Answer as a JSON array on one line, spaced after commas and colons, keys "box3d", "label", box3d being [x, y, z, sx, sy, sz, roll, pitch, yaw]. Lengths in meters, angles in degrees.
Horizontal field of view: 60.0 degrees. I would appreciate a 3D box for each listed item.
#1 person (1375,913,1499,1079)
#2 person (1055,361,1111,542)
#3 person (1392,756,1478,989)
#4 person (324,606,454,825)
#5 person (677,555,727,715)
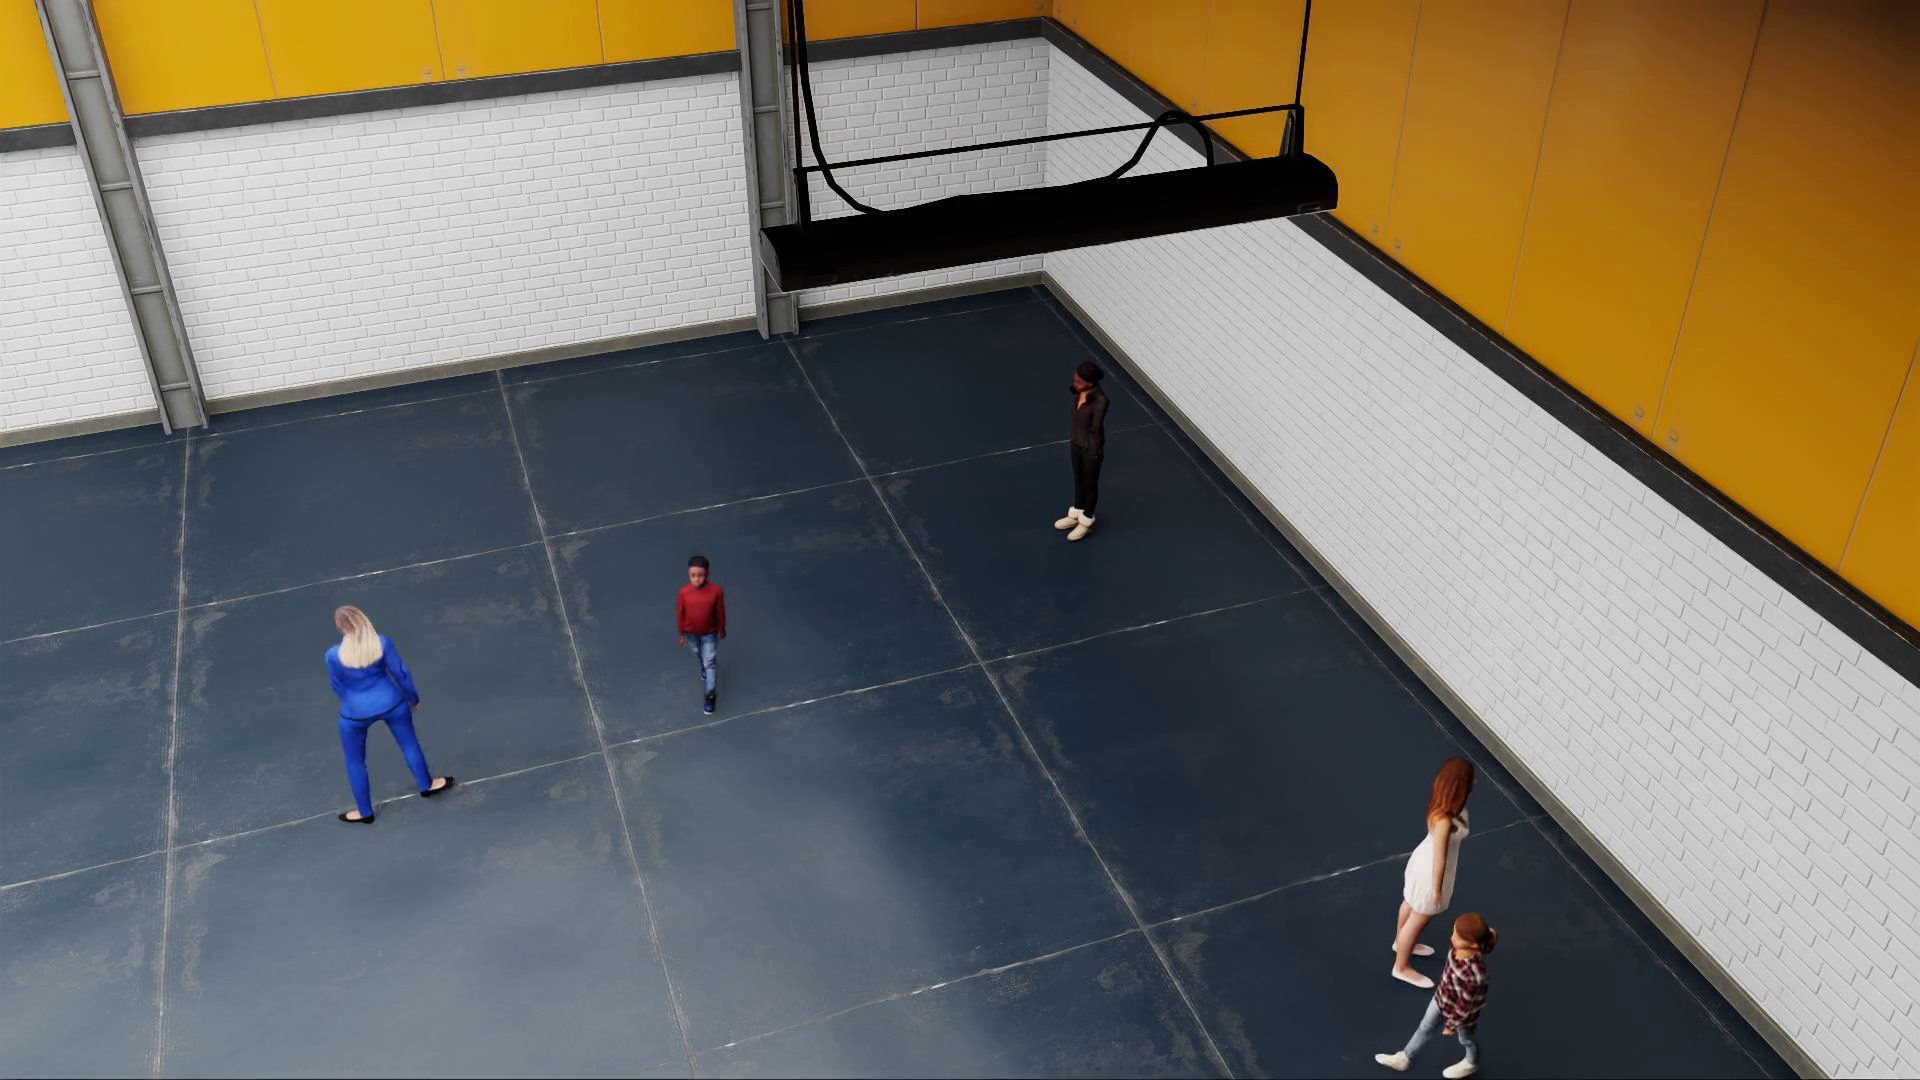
[{"box3d": [2.925, 2.643, 9.543, 0.874, 1.277, 0.617, -7, 34, -10], "label": "person"}, {"box3d": [1.114, -0.810, 14.391, 0.676, 1.661, 0.622, -17, 37, -24], "label": "person"}, {"box3d": [2.879, 1.988, 10.138, 0.687, 1.709, 0.646, 10, 35, 14], "label": "person"}, {"box3d": [-3.950, 1.173, 11.390, 0.604, 1.681, 1.055, -9, 35, -13], "label": "person"}, {"box3d": [-1.957, 0.627, 12.607, 0.873, 1.243, 0.770, 1, 34, 1], "label": "person"}]
